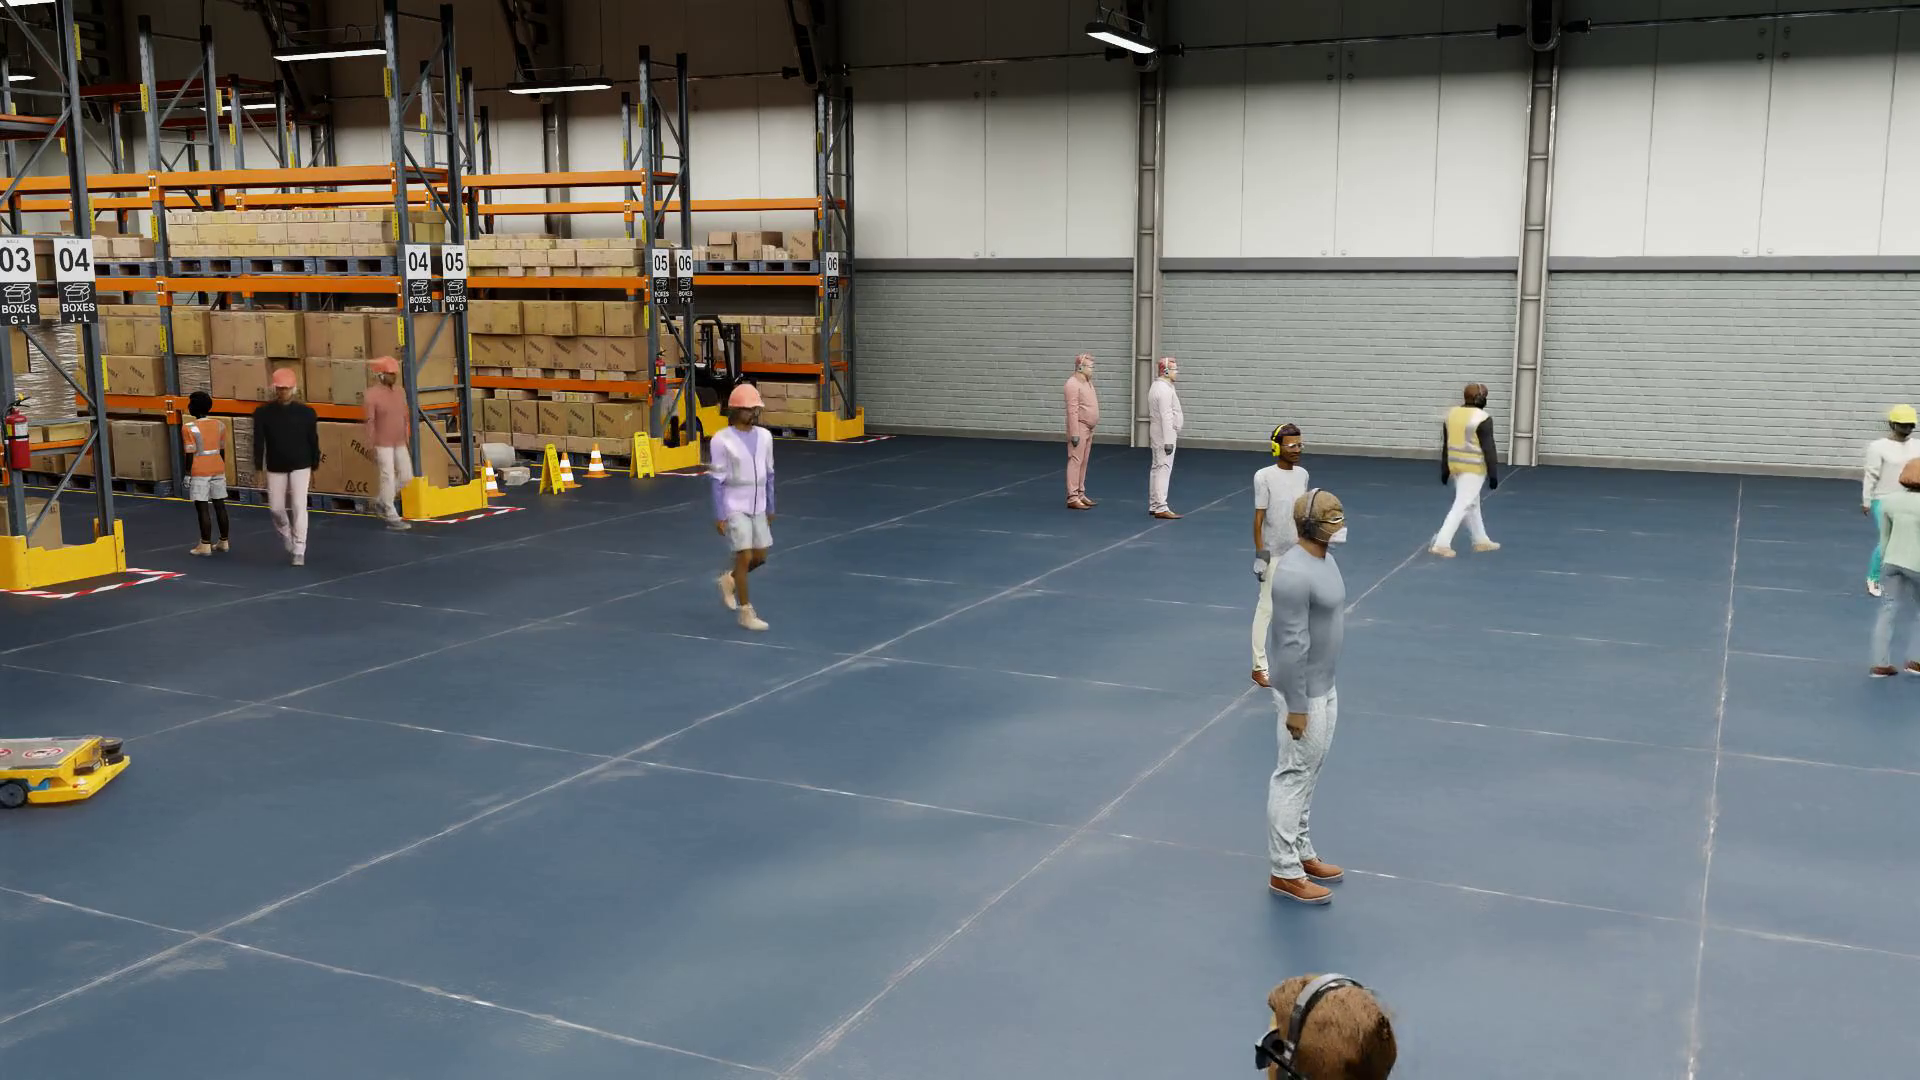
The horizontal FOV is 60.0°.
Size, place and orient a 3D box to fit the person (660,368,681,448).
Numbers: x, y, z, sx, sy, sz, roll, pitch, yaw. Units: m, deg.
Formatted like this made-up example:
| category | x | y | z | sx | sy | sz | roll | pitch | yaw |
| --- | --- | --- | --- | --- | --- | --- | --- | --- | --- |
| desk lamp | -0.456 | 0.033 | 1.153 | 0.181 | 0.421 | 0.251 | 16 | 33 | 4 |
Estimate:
| category | x | y | z | sx | sy | sz | roll | pitch | yaw |
| --- | --- | --- | --- | --- | --- | --- | --- | --- | --- |
| person | -4.686 | -2.253 | 26.038 | 0.855 | 1.943 | 0.610 | 5 | 10 | 28 |

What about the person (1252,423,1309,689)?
| category | x | y | z | sx | sy | sz | roll | pitch | yaw |
| --- | --- | --- | --- | --- | --- | --- | --- | --- | --- |
| person | 2.294 | 0.107 | 11.791 | 0.519 | 1.868 | 0.328 | -6 | 11 | -34 |

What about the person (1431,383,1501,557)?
| category | x | y | z | sx | sy | sz | roll | pitch | yaw |
| --- | --- | --- | --- | --- | --- | --- | --- | --- | --- |
| person | 5.226 | -0.722 | 17.107 | 0.964 | 1.798 | 0.647 | -4 | 10 | -22 |

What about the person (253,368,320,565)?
| category | x | y | z | sx | sy | sz | roll | pitch | yaw |
| --- | --- | --- | --- | --- | --- | --- | --- | --- | --- |
| person | -6.762 | -0.753 | 16.737 | 0.626 | 1.978 | 0.754 | -3 | 10 | -19 |

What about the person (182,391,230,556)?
| category | x | y | z | sx | sy | sz | roll | pitch | yaw |
| --- | --- | --- | --- | --- | --- | --- | --- | --- | --- |
| person | -7.791 | -0.687 | 17.167 | 0.317 | 1.699 | 0.539 | 4 | 10 | 21 |

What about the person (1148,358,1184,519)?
| category | x | y | z | sx | sy | sz | roll | pitch | yaw |
| --- | --- | --- | --- | --- | --- | --- | --- | --- | --- |
| person | 2.446 | -1.208 | 19.732 | 0.406 | 1.906 | 0.654 | -1 | 9 | -4 |

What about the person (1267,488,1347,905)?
| category | x | y | z | sx | sy | sz | roll | pitch | yaw |
| --- | --- | --- | --- | --- | --- | --- | --- | --- | --- |
| person | 1.641 | 0.717 | 7.828 | 0.361 | 1.938 | 0.635 | 4 | 10 | 24 |

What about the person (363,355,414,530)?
| category | x | y | z | sx | sy | sz | roll | pitch | yaw |
| --- | --- | --- | --- | --- | --- | --- | --- | --- | --- |
| person | -6.485 | -1.098 | 18.820 | 0.513 | 1.981 | 0.642 | 4 | 10 | 25 |

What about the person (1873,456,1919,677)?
| category | x | y | z | sx | sy | sz | roll | pitch | yaw |
| --- | --- | --- | --- | --- | --- | --- | --- | --- | --- |
| person | 6.885 | 0.201 | 11.977 | 0.581 | 1.612 | 0.540 | -4 | 10 | -22 |

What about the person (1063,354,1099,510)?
| category | x | y | z | sx | sy | sz | roll | pitch | yaw |
| --- | --- | --- | --- | --- | --- | --- | --- | --- | --- |
| person | 1.515 | -1.336 | 20.533 | 0.407 | 1.903 | 0.639 | 4 | 10 | 21 |

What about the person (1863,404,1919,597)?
| category | x | y | z | sx | sy | sz | roll | pitch | yaw |
| --- | --- | --- | --- | --- | --- | --- | --- | --- | --- |
| person | 8.404 | -0.343 | 14.915 | 0.527 | 1.752 | 0.464 | -1 | 9 | -6 |

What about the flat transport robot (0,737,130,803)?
| category | x | y | z | sx | sy | sz | roll | pitch | yaw |
| --- | --- | --- | --- | --- | --- | --- | --- | --- | --- |
| flat transport robot | -5.538 | 1.301 | 9.345 | 1.431 | 0.197 | 0.652 | -1 | 9 | -8 |

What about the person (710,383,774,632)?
| category | x | y | z | sx | sy | sz | roll | pitch | yaw |
| --- | --- | --- | --- | --- | --- | --- | --- | --- | --- |
| person | -1.817 | -0.283 | 13.681 | 0.605 | 2.030 | 0.674 | -9 | 13 | -44 |

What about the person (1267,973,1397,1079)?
| category | x | y | z | sx | sy | sz | roll | pitch | yaw |
| --- | --- | --- | --- | --- | --- | --- | --- | --- | --- |
| person | 0.595 | 1.603 | 2.832 | 0.530 | 1.792 | 0.971 | -7 | 12 | -38 |
